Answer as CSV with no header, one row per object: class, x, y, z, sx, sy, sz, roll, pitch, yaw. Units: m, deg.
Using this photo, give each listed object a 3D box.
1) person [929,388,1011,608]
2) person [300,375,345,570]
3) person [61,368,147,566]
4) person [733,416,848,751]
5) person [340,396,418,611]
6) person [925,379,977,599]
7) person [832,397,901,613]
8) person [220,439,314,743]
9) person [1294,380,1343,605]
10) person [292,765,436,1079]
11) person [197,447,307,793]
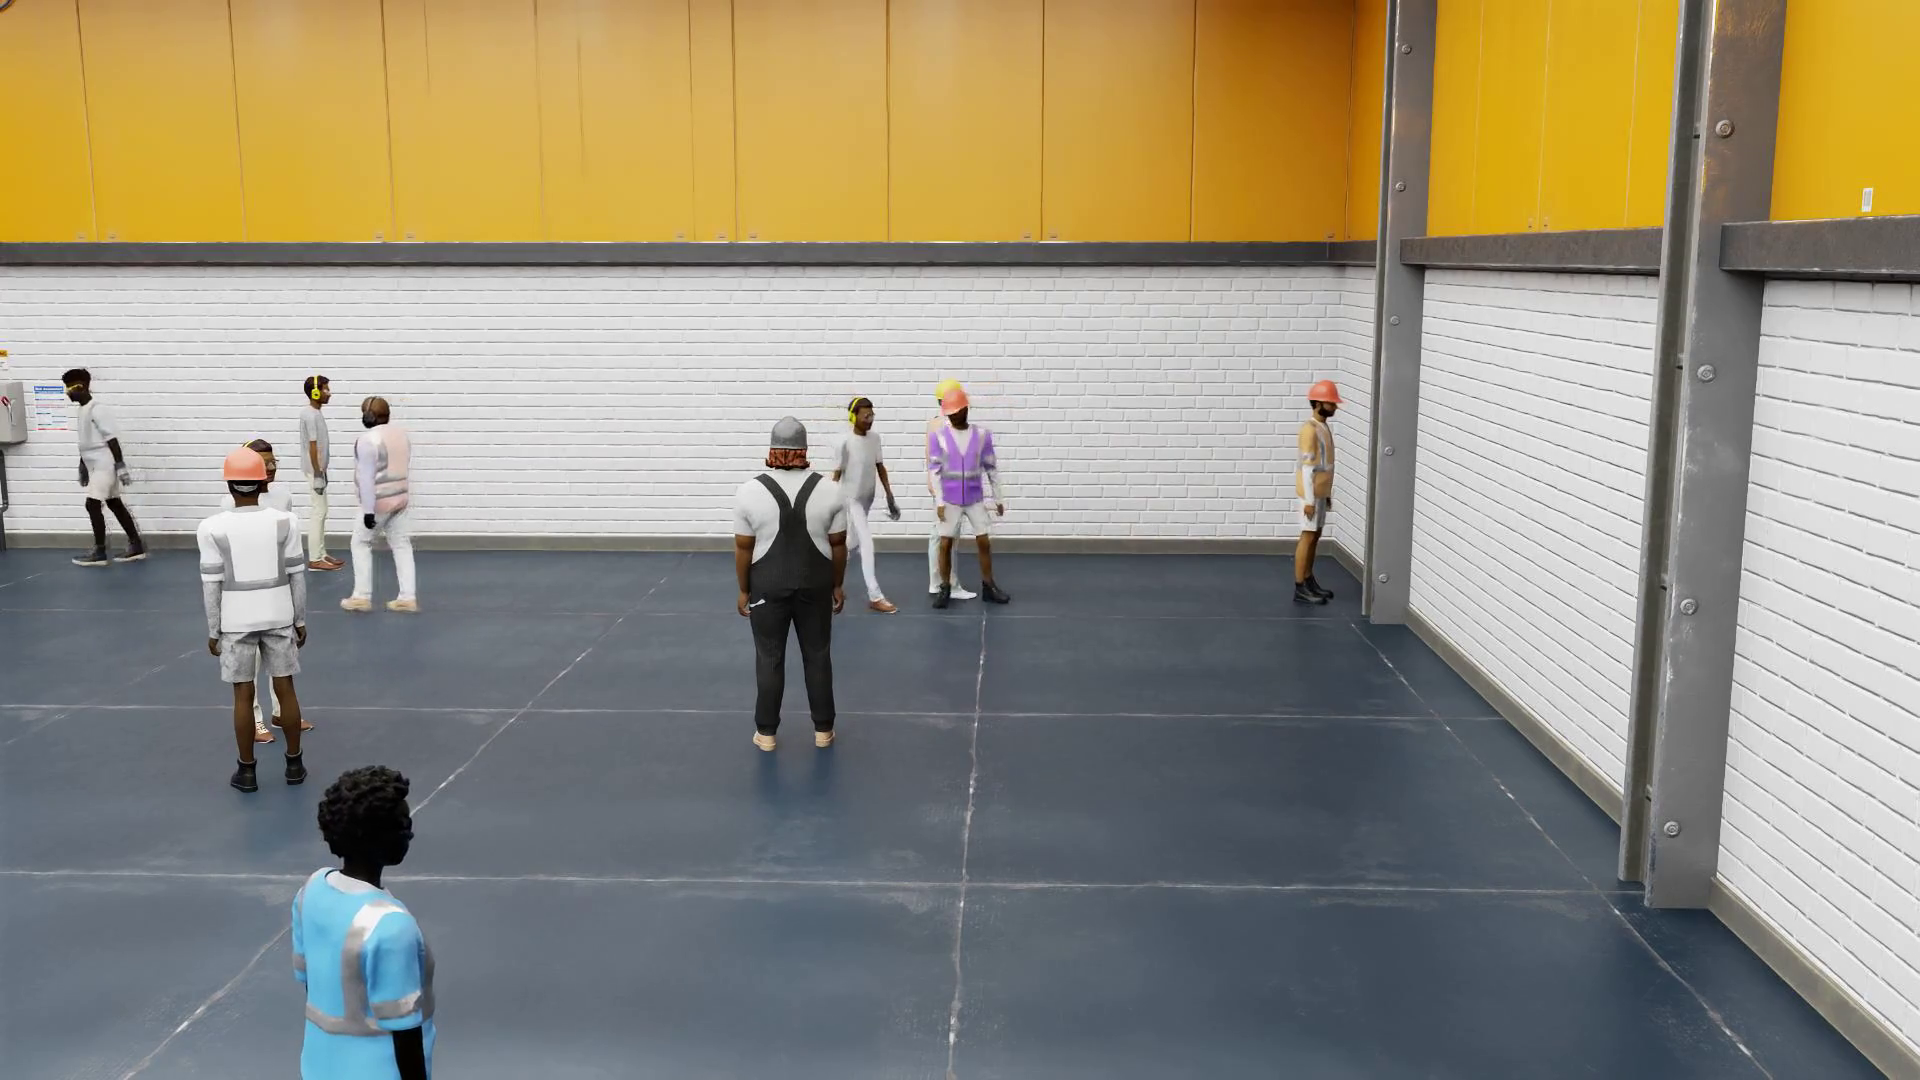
person,0.052,-0.347,14.158,0.663,1.909,0.404,-1,10,-8
person,-6.120,-0.636,15.903,0.321,1.860,0.521,-3,10,-16
person,-8.383,-0.712,16.170,0.809,1.914,0.620,-7,12,-36
person,-1.039,0.257,10.137,0.688,2.000,0.539,-2,10,-12
person,-4.945,-0.299,14.022,0.767,1.816,0.660,3,10,19
person,-0.095,-0.444,14.563,0.361,1.930,0.589,-5,11,-28
person,-0.885,-0.322,14.200,0.964,1.825,0.522,7,12,35
person,-4.307,0.306,10.334,0.328,1.877,0.513,5,11,26
person,3.098,-0.420,14.396,0.368,1.937,0.546,5,11,26
person,-1.529,1.416,4.347,0.540,1.698,0.317,9,13,43
person,-3.949,0.446,9.327,0.544,1.939,0.354,-6,11,-31
